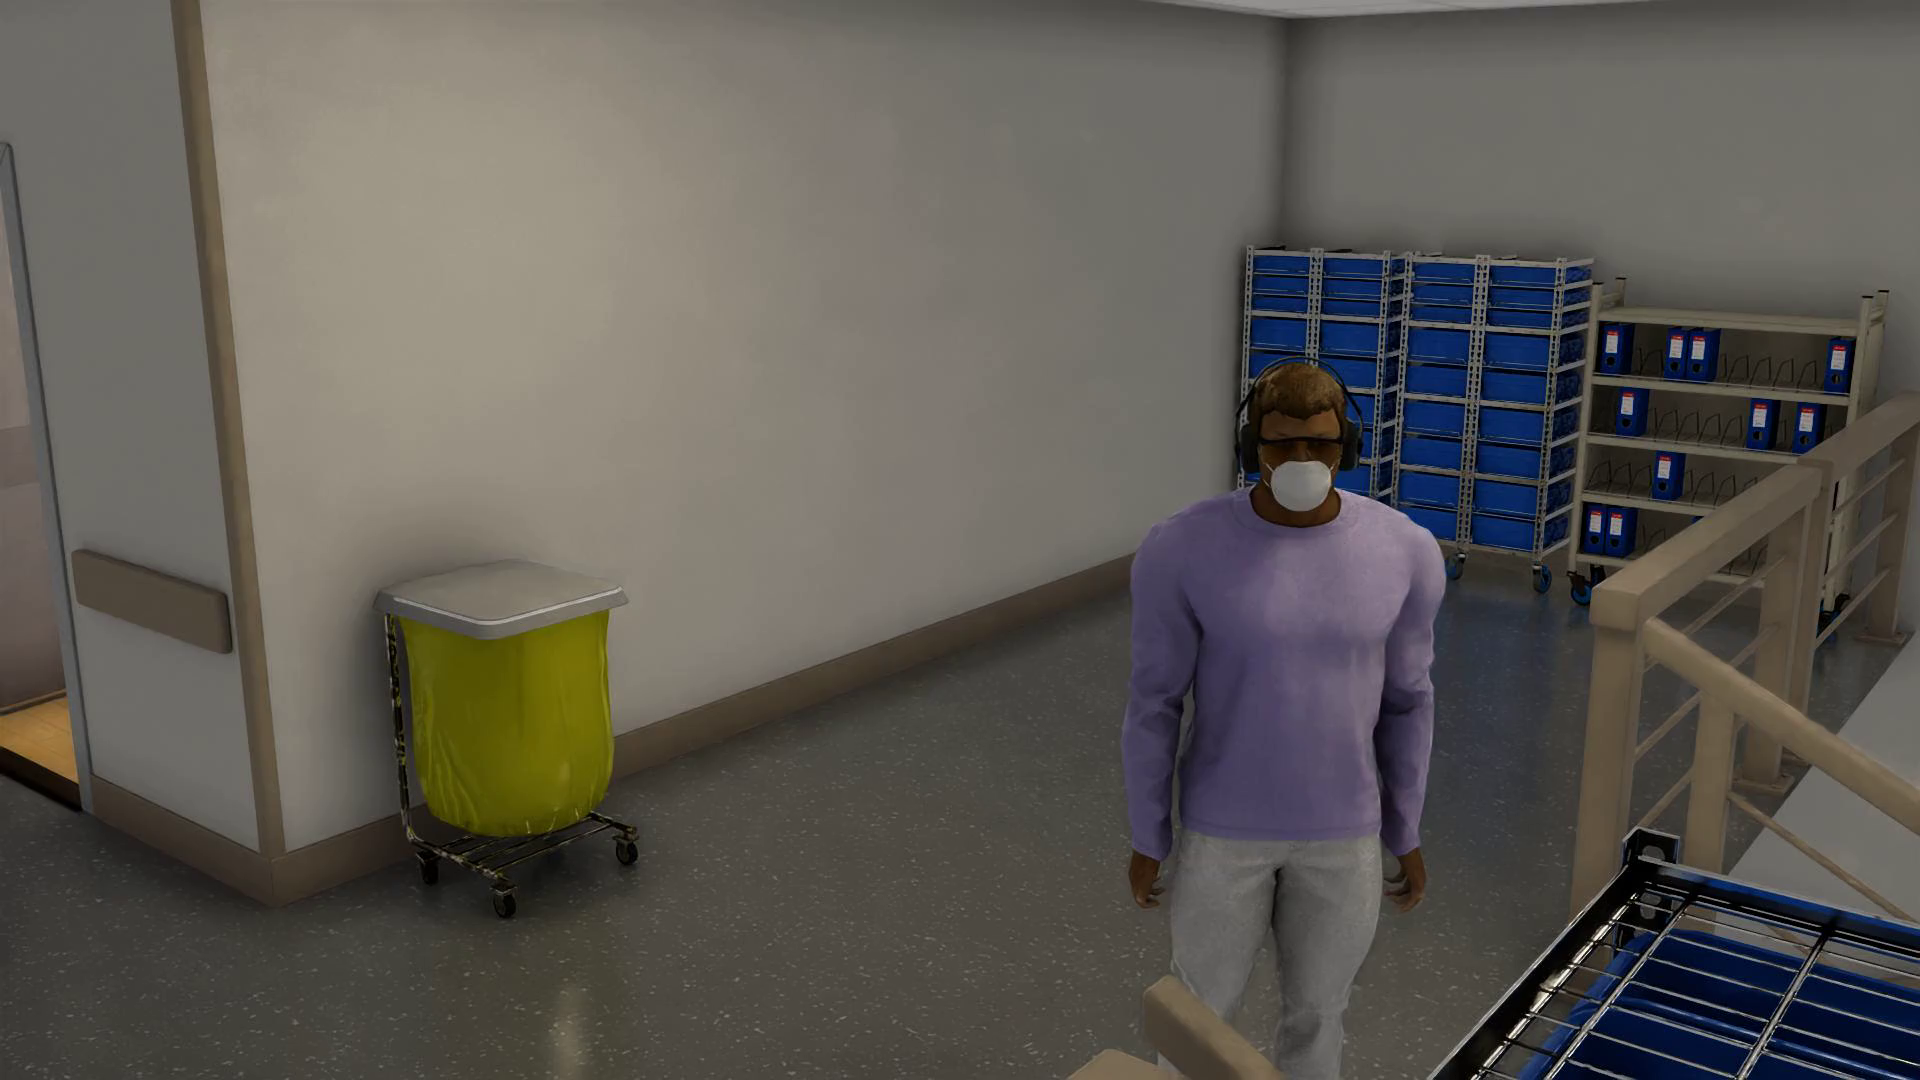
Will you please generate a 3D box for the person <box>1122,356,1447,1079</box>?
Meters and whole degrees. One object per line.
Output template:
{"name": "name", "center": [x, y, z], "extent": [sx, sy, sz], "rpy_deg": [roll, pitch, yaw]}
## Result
{"name": "person", "center": [0.643, 0.588, 3.386], "extent": [0.635, 1.937, 0.355], "rpy_deg": [0, 13, -2]}
